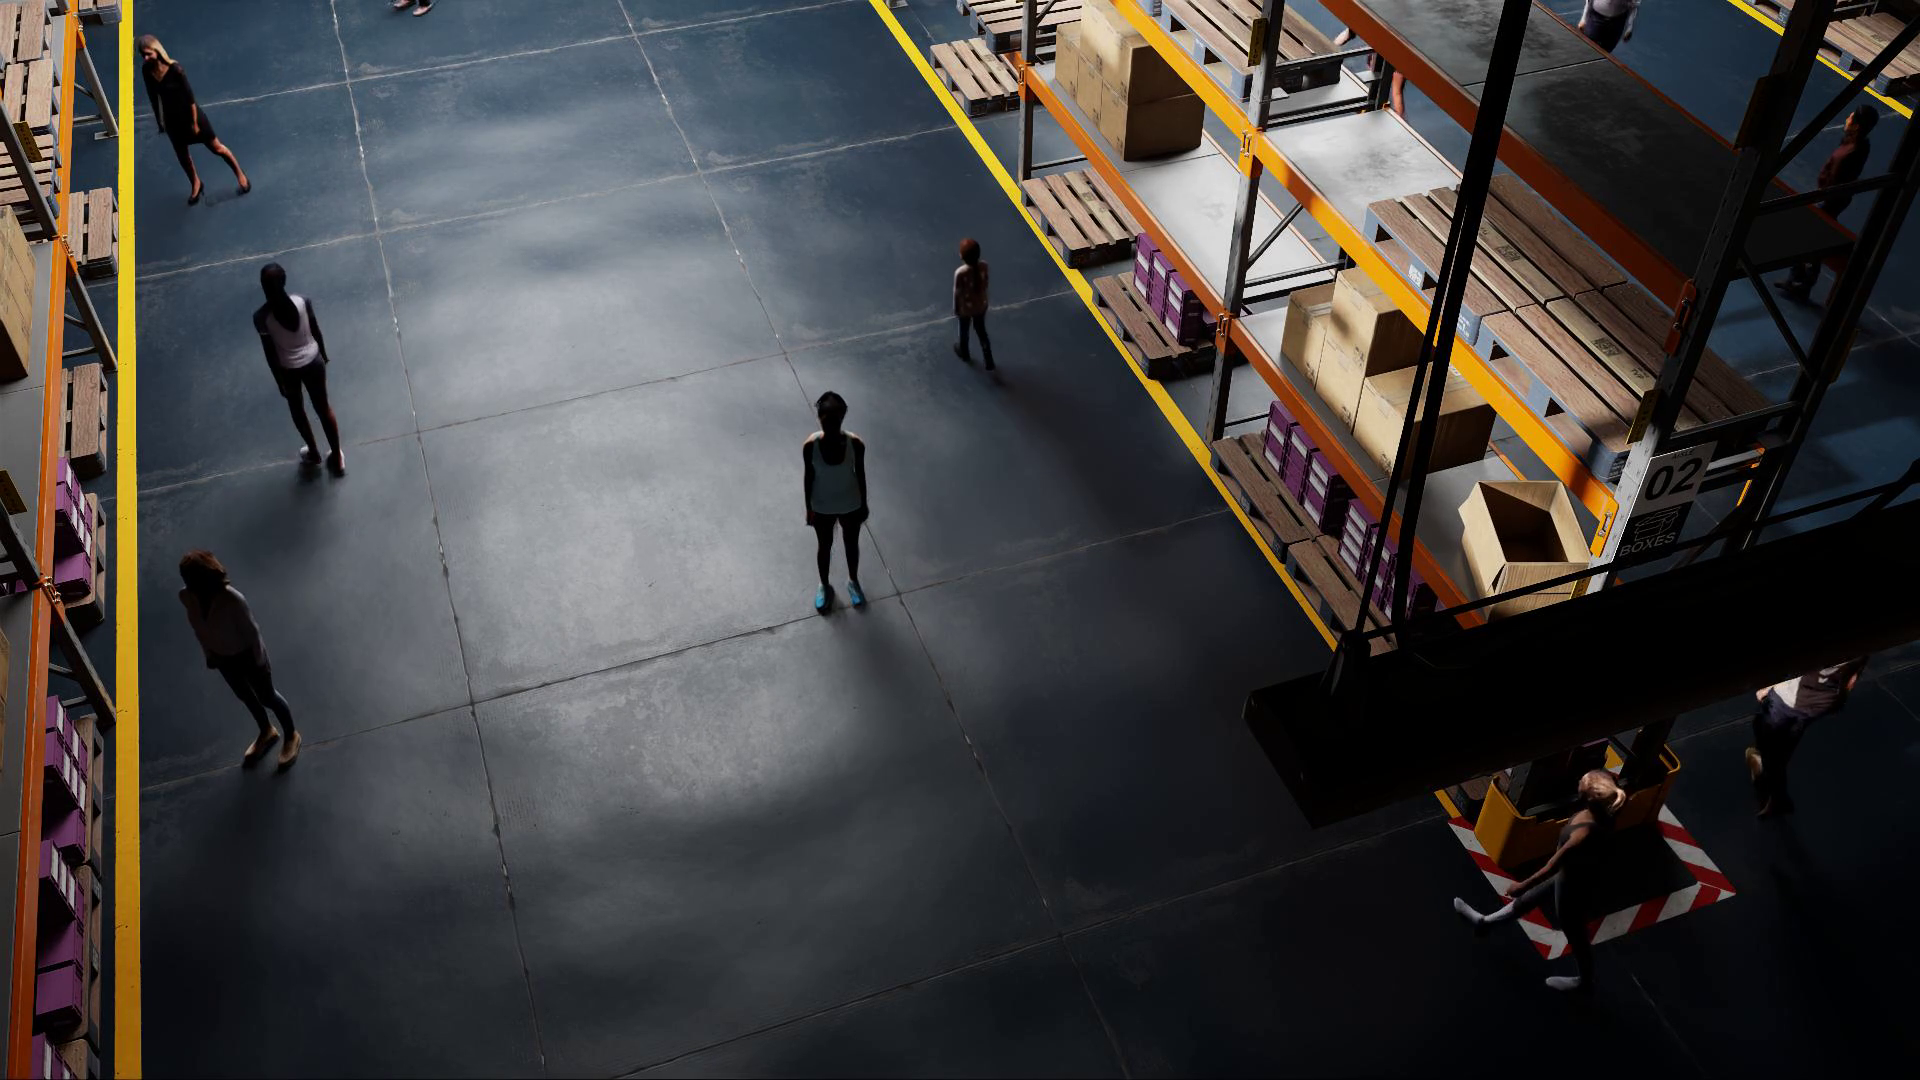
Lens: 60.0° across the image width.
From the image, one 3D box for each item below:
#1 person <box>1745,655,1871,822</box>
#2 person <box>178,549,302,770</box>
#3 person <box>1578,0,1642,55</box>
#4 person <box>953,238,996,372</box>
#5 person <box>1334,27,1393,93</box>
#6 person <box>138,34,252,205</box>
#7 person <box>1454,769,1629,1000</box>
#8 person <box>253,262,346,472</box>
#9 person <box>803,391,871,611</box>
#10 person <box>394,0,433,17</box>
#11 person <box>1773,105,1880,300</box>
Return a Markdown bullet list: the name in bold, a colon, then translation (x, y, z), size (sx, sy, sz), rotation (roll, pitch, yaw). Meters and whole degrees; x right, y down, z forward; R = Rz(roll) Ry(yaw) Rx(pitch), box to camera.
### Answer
- **person**: translation (5.028, 0.965, 9.849), size (0.879, 1.875, 1.077), rotation (3, 44, 3)
- **person**: translation (-4.411, 0.712, 10.173), size (0.658, 1.795, 0.680), rotation (11, 45, 11)
- **person**: translation (6.322, -5.126, 16.258), size (0.843, 1.854, 0.919), rotation (8, 44, 8)
- **person**: translation (0.121, -1.881, 13.339), size (0.512, 1.182, 0.759), rotation (-18, 46, -18)
- **person**: translation (4.076, -5.397, 16.682), size (0.784, 1.662, 1.204), rotation (-23, 48, -22)
- **person**: translation (-7.012, -3.795, 14.997), size (0.858, 1.667, 0.845), rotation (5, 44, 6)
- **person**: translation (3.396, 1.930, 9.002), size (1.166, 1.647, 1.035), rotation (21, 47, 21)
- **person**: translation (-4.852, -1.227, 12.281), size (0.780, 1.696, 0.729), rotation (30, 51, 27)
- **person**: translation (-0.832, -0.243, 11.198), size (0.647, 1.765, 0.627), rotation (-4, 44, -4)
- **person**: translation (-6.000, -6.444, 17.829), size (0.768, 1.597, 0.855), rotation (28, 50, 27)
- **person**: translation (7.314, -2.765, 13.844), size (0.746, 1.767, 0.729), rotation (-33, 52, -30)
